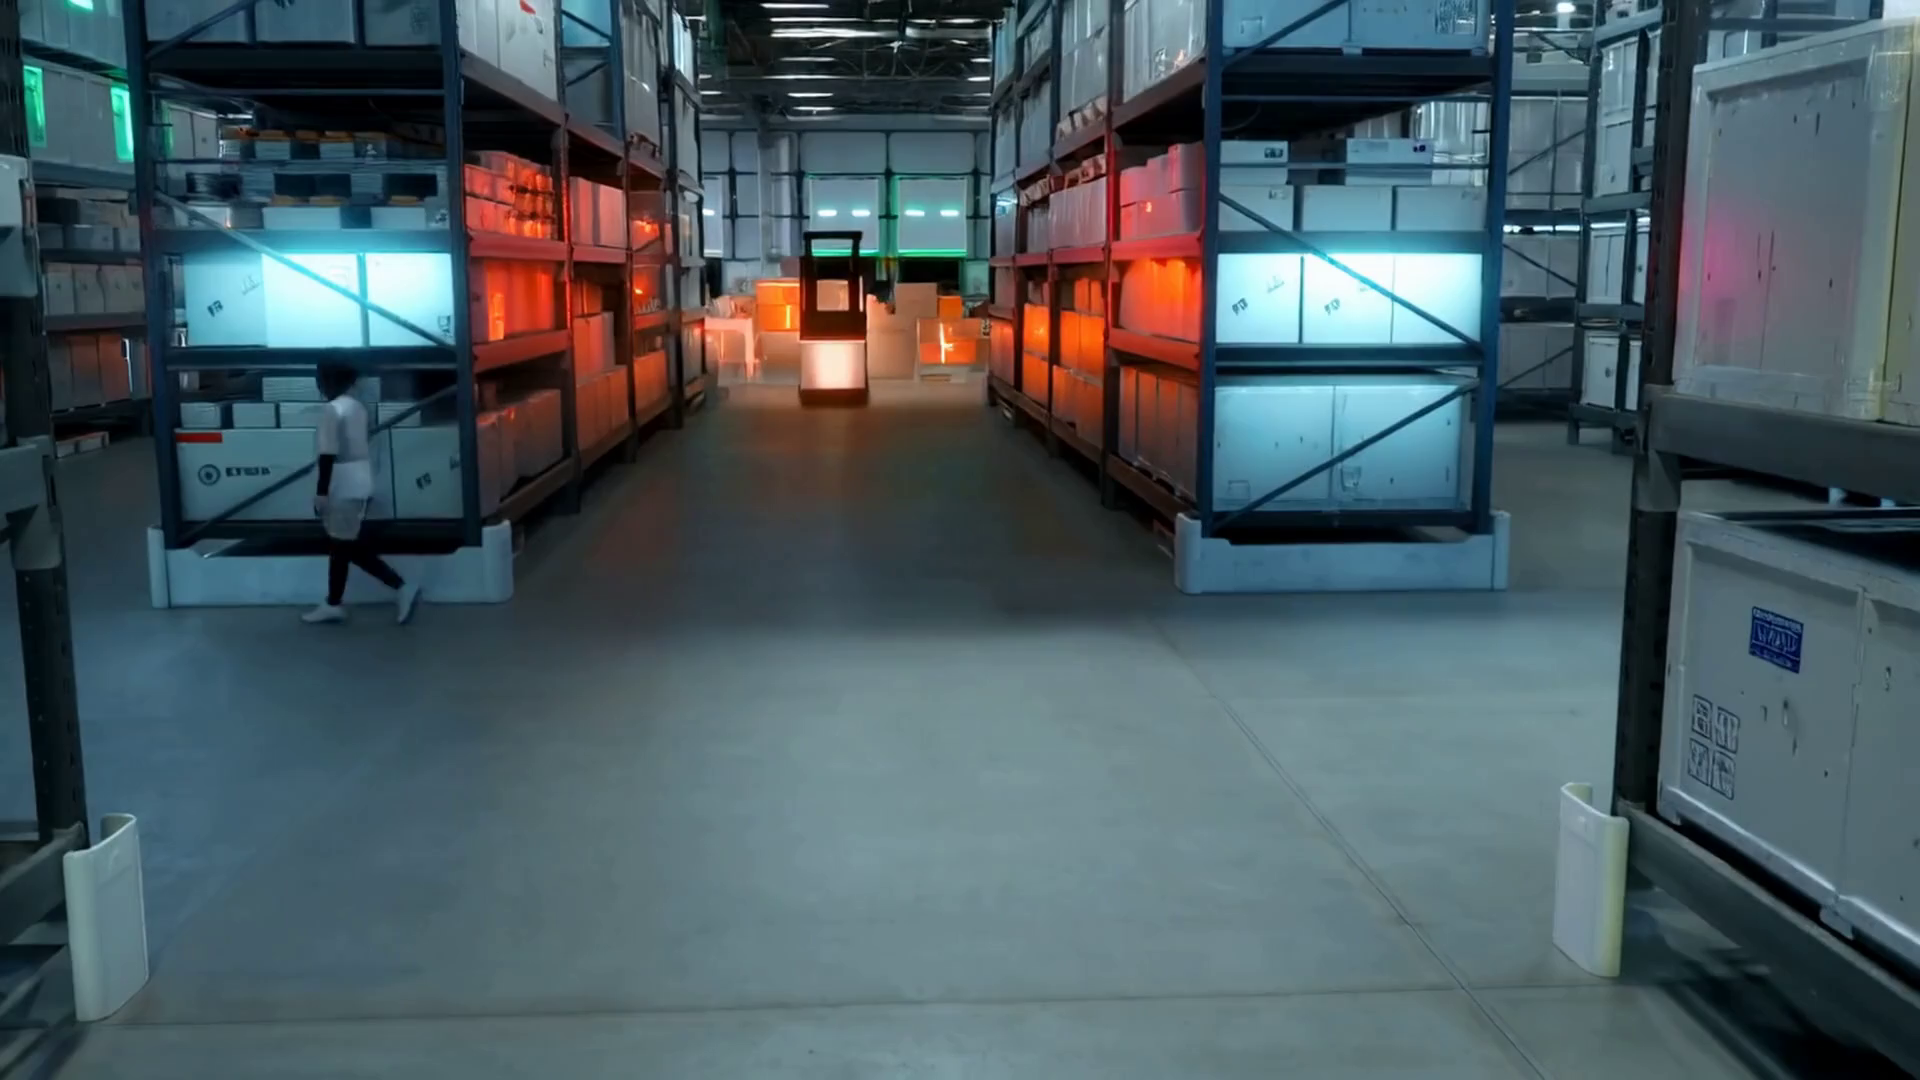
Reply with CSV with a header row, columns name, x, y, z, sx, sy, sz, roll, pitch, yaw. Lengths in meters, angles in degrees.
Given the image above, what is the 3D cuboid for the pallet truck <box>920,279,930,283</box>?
name,x,y,z,sx,sy,sz,roll,pitch,yaw
pallet truck,-0.932,-8.922,63.114,1.885,1.965,0.823,2,9,13

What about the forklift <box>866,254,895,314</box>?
name,x,y,z,sx,sy,sz,roll,pitch,yaw
forklift,-2.650,-8.203,55.838,1.129,2.768,1.873,-5,10,-30

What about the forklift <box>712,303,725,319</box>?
name,x,y,z,sx,sy,sz,roll,pitch,yaw
forklift,-9.166,-8.488,57.628,1.873,2.768,1.129,-4,10,-21

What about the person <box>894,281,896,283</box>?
name,x,y,z,sx,sy,sz,roll,pitch,yaw
person,-2.517,-8.778,62.422,0.587,1.930,0.356,6,11,35

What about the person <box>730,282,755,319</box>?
name,x,y,z,sx,sy,sz,roll,pitch,yaw
person,-5.619,-5.689,43.002,0.627,1.940,0.372,-1,9,-4

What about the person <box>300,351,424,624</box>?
name,x,y,z,sx,sy,sz,roll,pitch,yaw
person,-3.616,-0.296,9.975,0.740,1.675,0.537,0,9,-2

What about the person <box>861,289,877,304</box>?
name,x,y,z,sx,sy,sz,roll,pitch,yaw
person,-2.144,-4.831,38.034,0.674,1.816,0.446,5,10,28

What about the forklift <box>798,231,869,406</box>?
name,x,y,z,sx,sy,sz,roll,pitch,yaw
forklift,-2.067,-3.617,27.042,1.129,2.768,1.873,-1,9,-4
